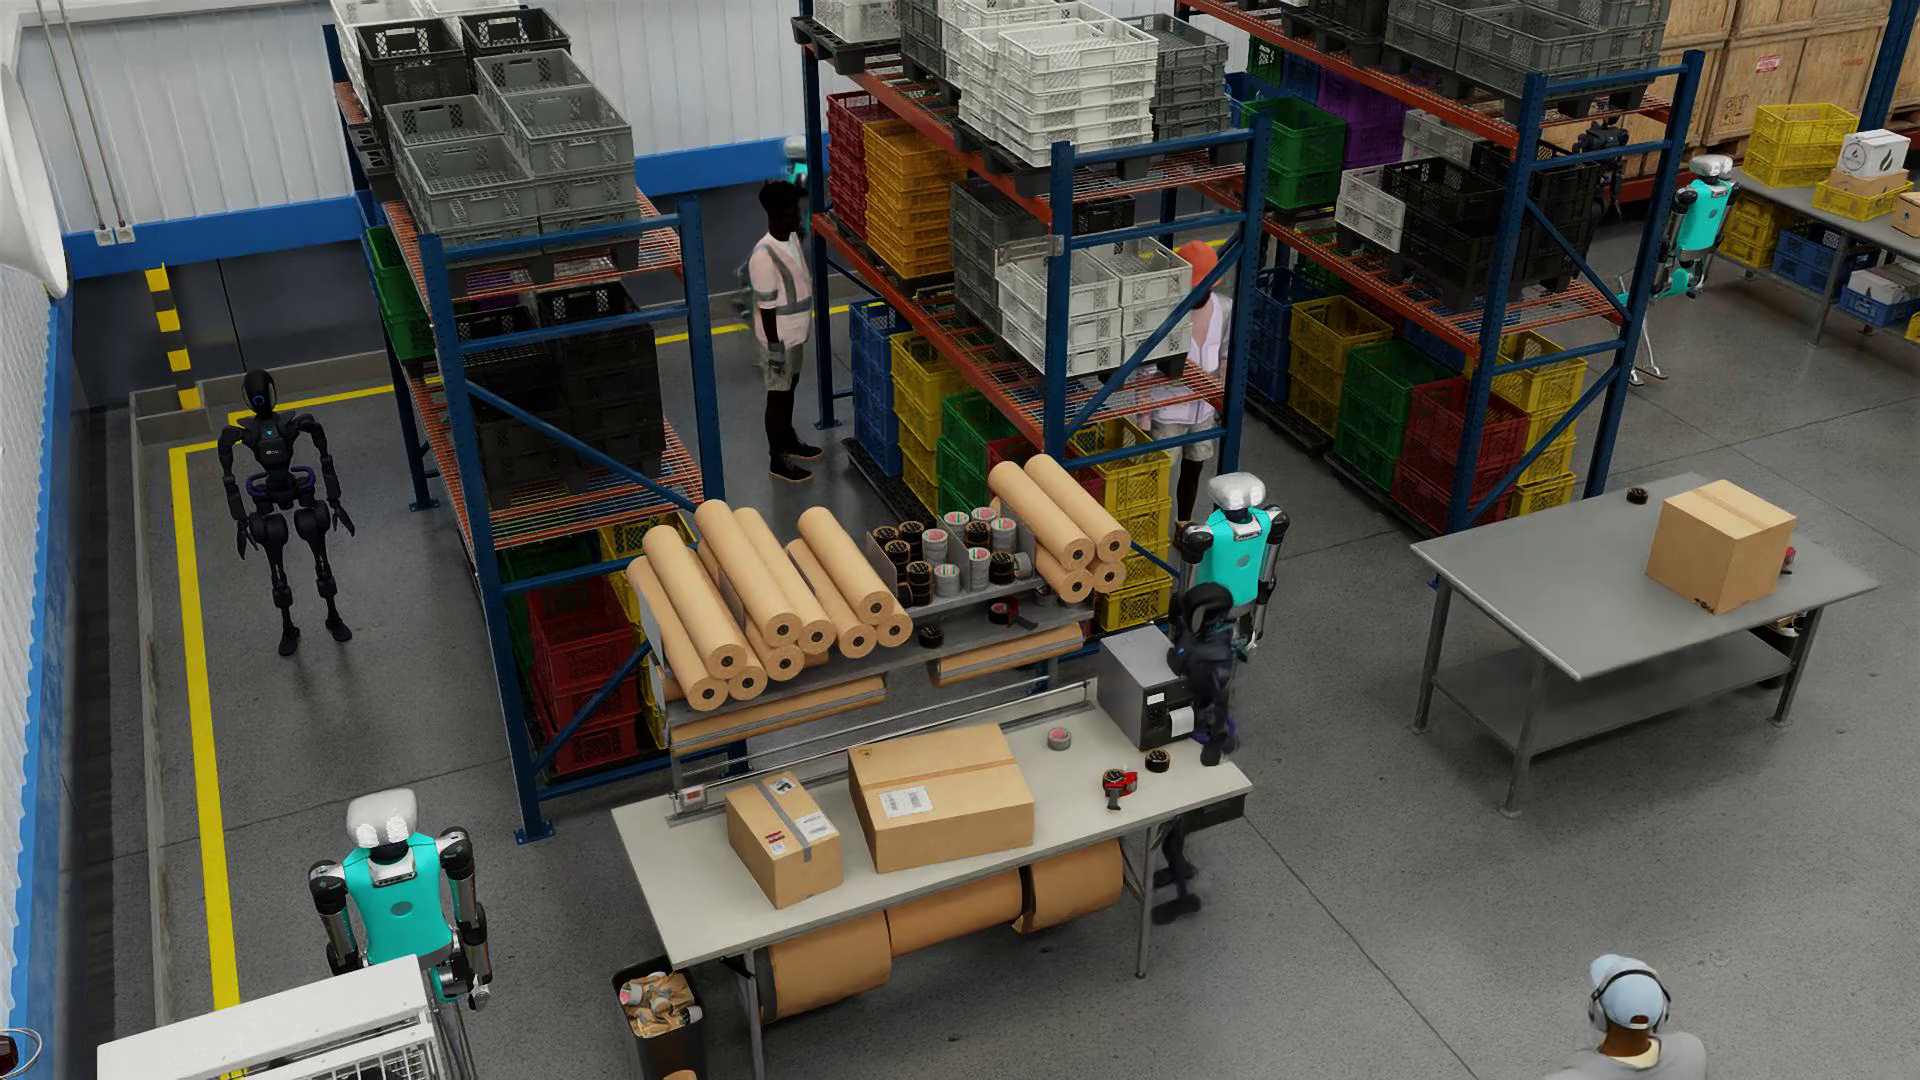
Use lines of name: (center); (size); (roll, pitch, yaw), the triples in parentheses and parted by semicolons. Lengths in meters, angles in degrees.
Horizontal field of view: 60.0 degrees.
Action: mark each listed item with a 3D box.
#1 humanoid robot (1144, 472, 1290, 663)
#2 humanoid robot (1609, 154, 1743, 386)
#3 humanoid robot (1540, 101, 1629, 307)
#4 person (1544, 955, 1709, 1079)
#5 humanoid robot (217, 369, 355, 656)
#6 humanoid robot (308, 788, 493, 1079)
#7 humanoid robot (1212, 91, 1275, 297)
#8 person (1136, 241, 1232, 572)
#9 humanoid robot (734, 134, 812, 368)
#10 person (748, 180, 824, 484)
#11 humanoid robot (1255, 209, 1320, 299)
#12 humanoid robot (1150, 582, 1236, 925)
humanoid robot: (1.118, 0.339, 7.891); (0.533, 1.677, 0.735); (-13, 34, -20)
humanoid robot: (4.869, -1.925, 11.568); (0.533, 1.677, 0.735); (-13, 34, -20)
humanoid robot: (4.872, -2.634, 12.890); (0.599, 1.657, 0.315); (-13, 34, -20)
person: (1.941, 2.007, 5.203); (0.587, 1.850, 0.396); (-11, 33, -18)
humanoid robot: (-3.571, -0.155, 8.865); (0.599, 1.657, 0.315); (-13, 34, -20)
humanoid robot: (-2.001, 1.473, 6.050); (0.533, 1.677, 0.735); (-13, 34, -20)
humanoid robot: (2.274, -2.685, 12.945); (0.530, 1.784, 0.800); (20, 37, 29)
person: (1.289, -0.739, 9.481); (0.613, 2.041, 0.385); (-13, 34, -20)
humanoid robot: (-1.344, -1.957, 11.773); (0.801, 1.798, 0.556); (-2, 32, -4)
person: (-1.101, -1.319, 10.495); (0.367, 1.966, 0.602); (6, 32, 9)
humanoid robot: (2.539, -2.700, 13.001); (0.599, 1.655, 0.315); (-13, 34, -20)
humanoid robot: (0.974, 0.886, 7.177); (0.356, 1.649, 0.583); (-10, 33, -15)
